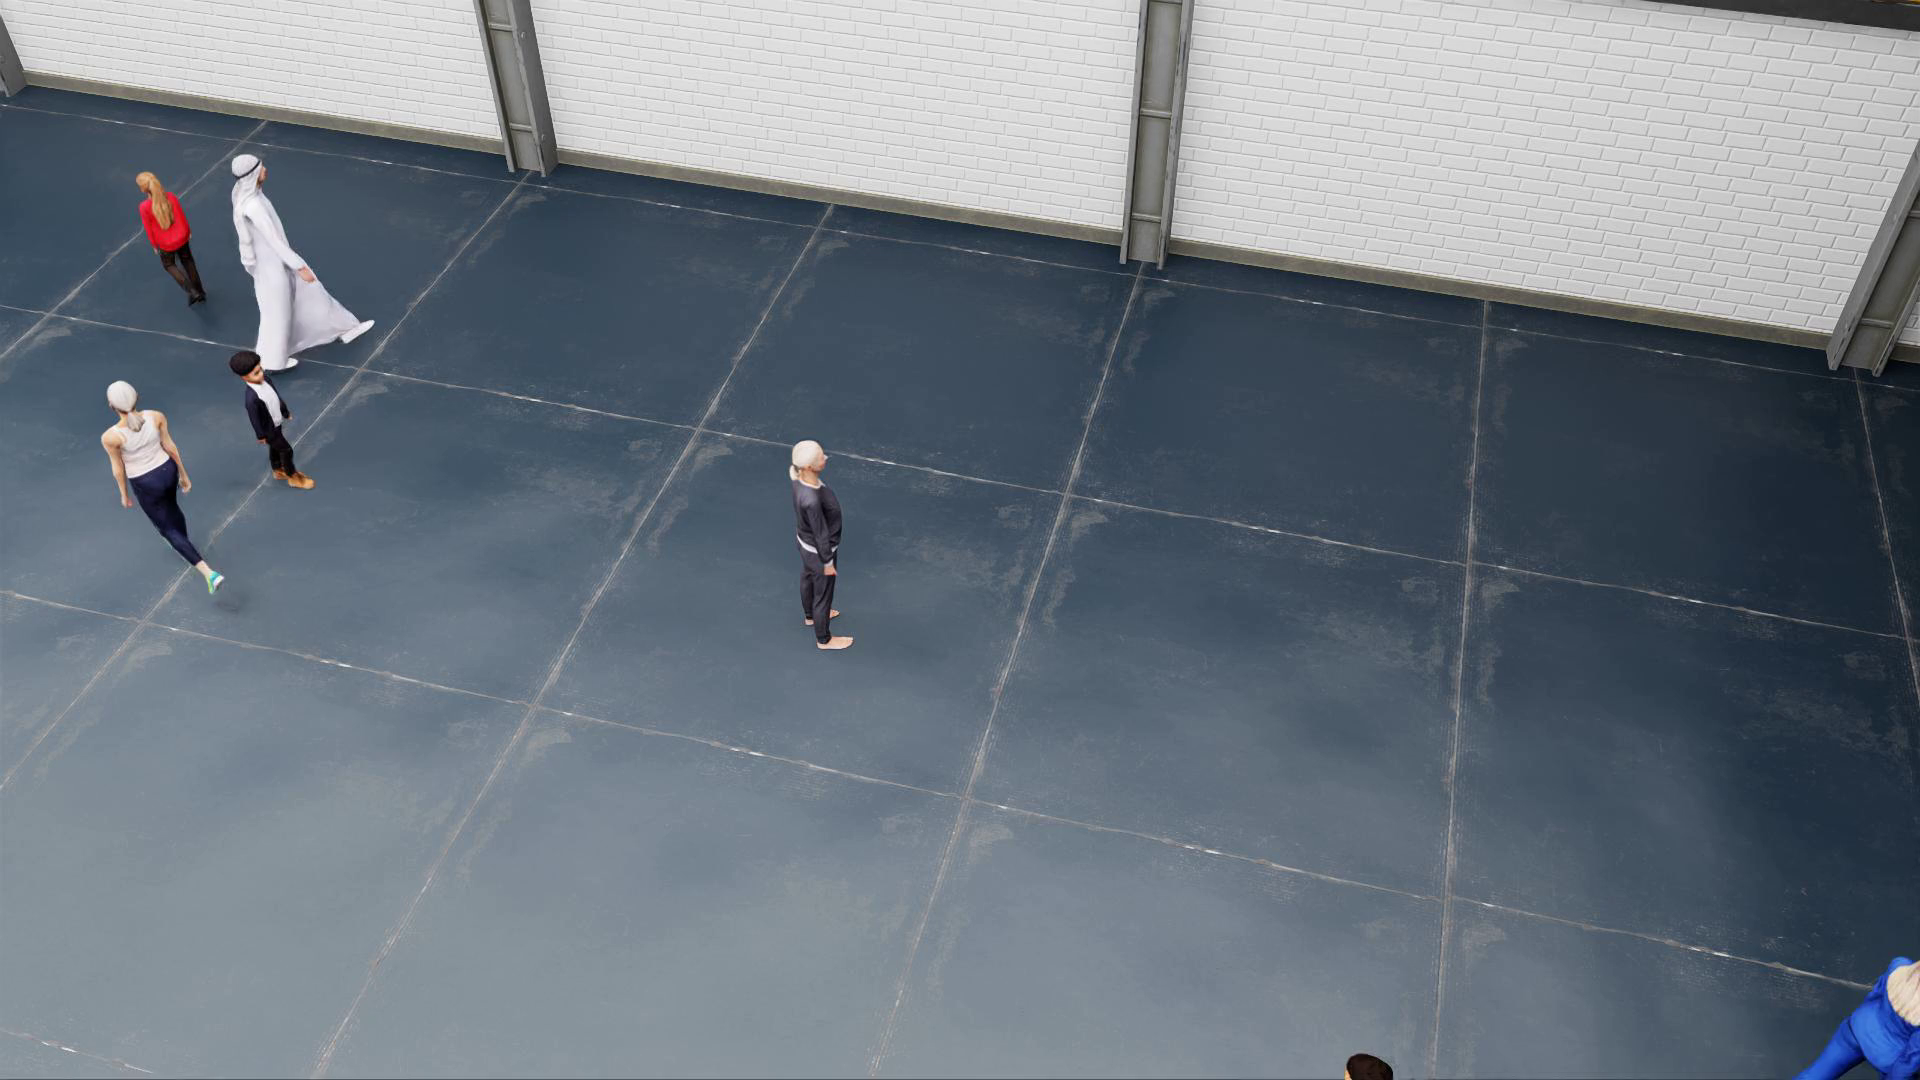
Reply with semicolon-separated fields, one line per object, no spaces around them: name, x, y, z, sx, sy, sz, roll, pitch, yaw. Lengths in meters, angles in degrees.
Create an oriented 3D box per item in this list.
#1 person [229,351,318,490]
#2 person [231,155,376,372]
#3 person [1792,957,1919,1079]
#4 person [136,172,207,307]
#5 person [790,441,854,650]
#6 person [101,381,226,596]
person;-5.212;-0.904;12.392;0.647;1.216;0.573;0;44;0
person;-5.545;-2.145;13.212;1.312;1.881;1.163;-15;46;-15
person;4.533;2.598;8.406;1.266;1.645;0.990;-7;44;-7
person;-6.629;-2.508;14.036;0.699;1.273;0.626;34;53;30
person;-0.959;0.014;11.059;0.712;1.727;0.681;-16;46;-16
person;-5.491;-0.330;11.459;1.198;1.672;0.893;28;50;26
